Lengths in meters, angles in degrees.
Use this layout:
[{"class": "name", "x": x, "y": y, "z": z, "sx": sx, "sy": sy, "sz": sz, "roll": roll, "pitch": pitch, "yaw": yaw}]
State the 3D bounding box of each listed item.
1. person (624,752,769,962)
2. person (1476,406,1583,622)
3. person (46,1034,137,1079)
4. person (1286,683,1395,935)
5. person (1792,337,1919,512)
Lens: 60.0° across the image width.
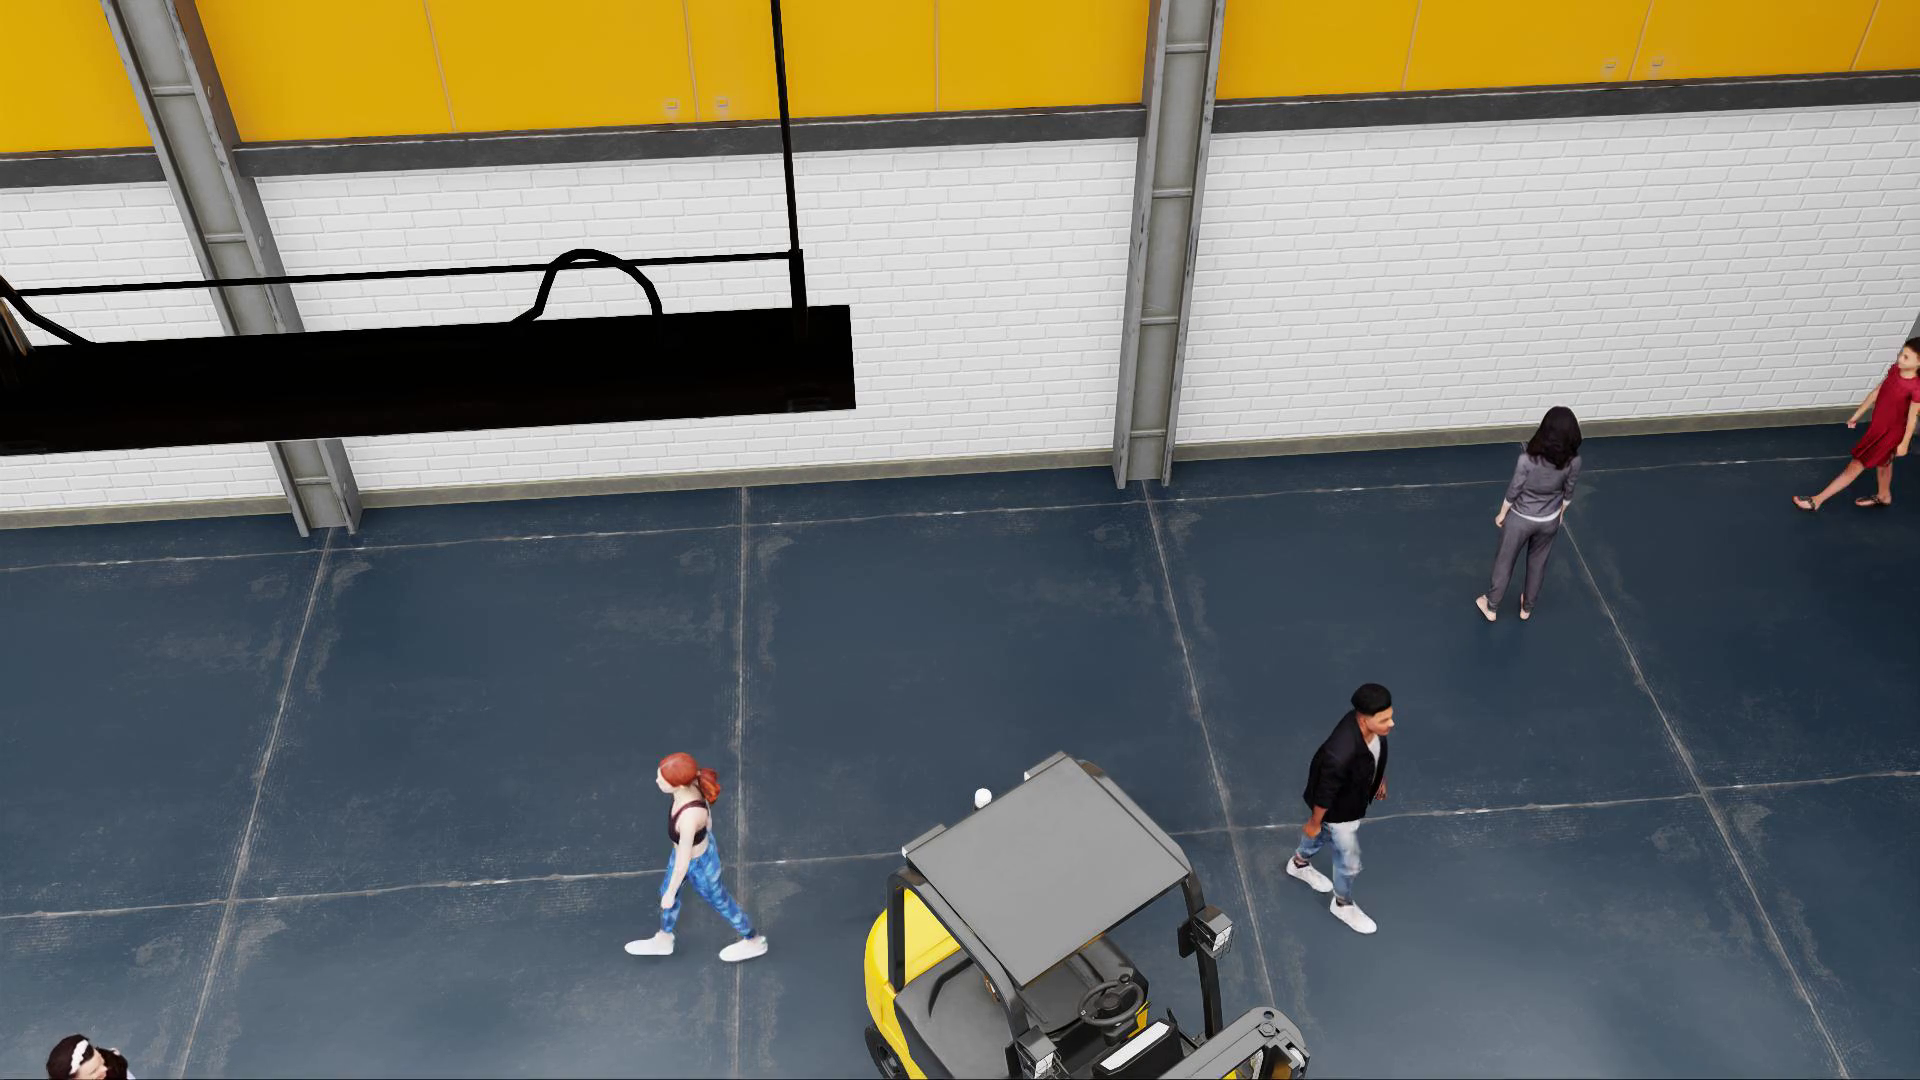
[{"class": "person", "x": -1.310, "y": 1.752, "z": 8.957, "sx": 1.040, "sy": 1.749, "sz": 0.640, "roll": -9, "pitch": 44, "yaw": -9}, {"class": "person", "x": 3.764, "y": -0.146, "z": 10.939, "sx": 0.486, "sy": 1.764, "sz": 0.684, "roll": 2, "pitch": 44, "yaw": 2}, {"class": "person", "x": -3.854, "y": 2.846, "z": 7.762, "sx": 0.708, "sy": 1.813, "sz": 0.689, "roll": -2, "pitch": 44, "yaw": -2}, {"class": "person", "x": 2.058, "y": 1.388, "z": 9.307, "sx": 1.049, "sy": 1.794, "sz": 0.982, "roll": 27, "pitch": 50, "yaw": 26}, {"class": "person", "x": 6.649, "y": -0.789, "z": 11.796, "sx": 1.015, "sy": 1.513, "sz": 0.557, "roll": -3, "pitch": 44, "yaw": -3}]
